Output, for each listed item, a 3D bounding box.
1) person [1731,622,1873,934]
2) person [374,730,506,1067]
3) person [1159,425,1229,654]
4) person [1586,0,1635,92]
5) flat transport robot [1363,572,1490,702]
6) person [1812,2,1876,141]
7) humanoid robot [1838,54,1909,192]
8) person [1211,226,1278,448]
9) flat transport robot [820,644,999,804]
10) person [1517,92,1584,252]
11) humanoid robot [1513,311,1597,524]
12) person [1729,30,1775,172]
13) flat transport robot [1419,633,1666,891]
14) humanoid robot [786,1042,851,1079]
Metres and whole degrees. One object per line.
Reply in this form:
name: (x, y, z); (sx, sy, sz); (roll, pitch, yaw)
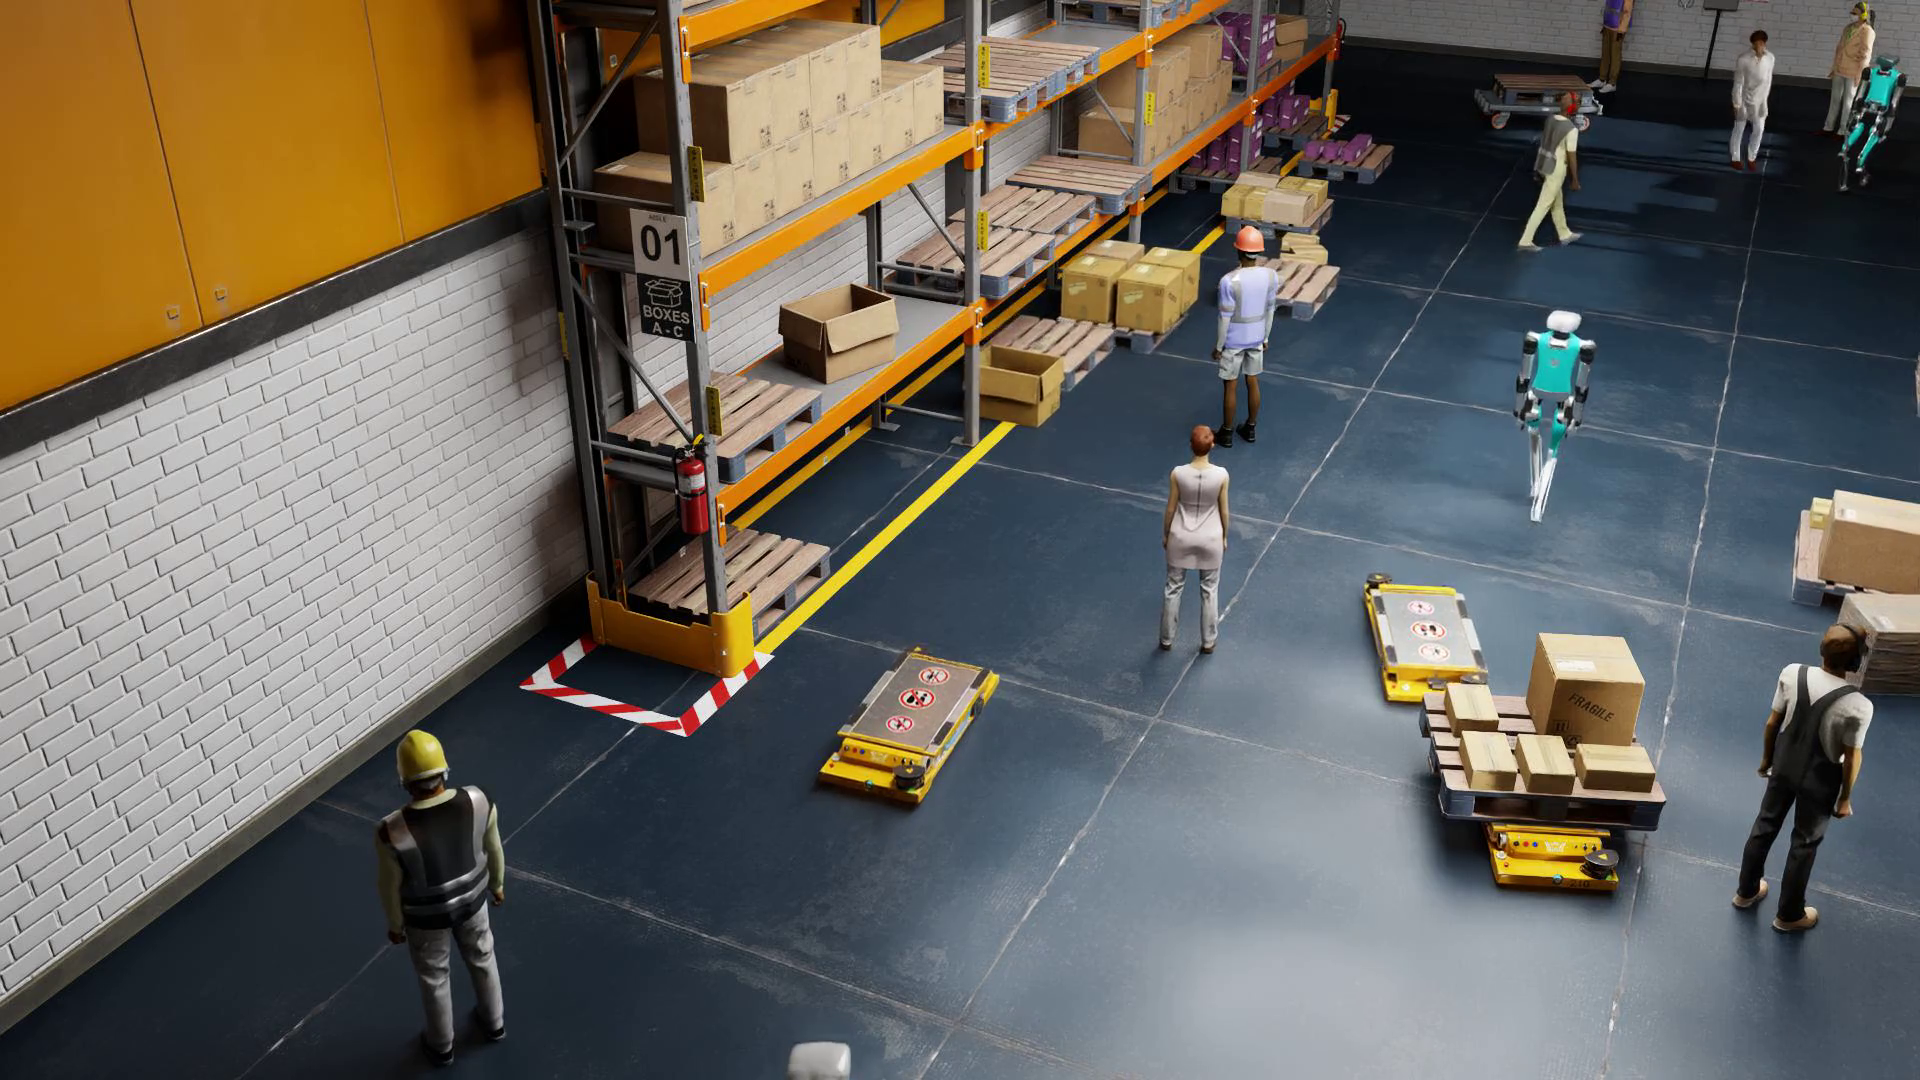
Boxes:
person: (4.455, 1.244, 8.761); (0.347, 1.846, 0.505); (-17, 32, -28)
person: (-2.456, 1.706, 7.934); (0.599, 1.820, 0.403); (-22, 35, -35)
person: (1.595, 0.004, 11.266); (0.436, 1.651, 0.296); (4, 29, 7)
person: (10.117, -7.918, 25.657); (0.406, 1.933, 0.539); (-5, 29, -10)
flat transport robot: (3.201, 0.672, 11.482); (0.659, 0.231, 1.431); (3, 28, 5)
person: (12.352, -6.509, 23.106); (0.390, 1.875, 0.566); (-7, 29, -13)
humanoid robot: (11.265, -5.120, 20.691); (0.547, 1.738, 1.033); (24, 36, 37)
person: (2.396, -1.723, 14.167); (0.547, 1.937, 0.356); (-12, 30, -21)
flat transport robot: (-0.295, 1.145, 10.606); (0.659, 0.231, 1.431); (10, 30, 19)
person: (6.814, -4.154, 18.820); (0.879, 1.799, 0.579); (-4, 29, -8)
humanoid robot: (4.649, -1.037, 13.108); (0.533, 1.759, 0.863); (12, 31, 21)
person: (10.320, -5.712, 21.697); (0.517, 1.812, 0.631); (2, 28, 4)
flat transport robot: (3.405, 1.537, 9.878); (0.659, 0.231, 1.431); (3, 28, 5)
humanoid robot: (-0.529, 2.517, 6.544); (0.530, 1.800, 0.766); (-4, 29, -7)
